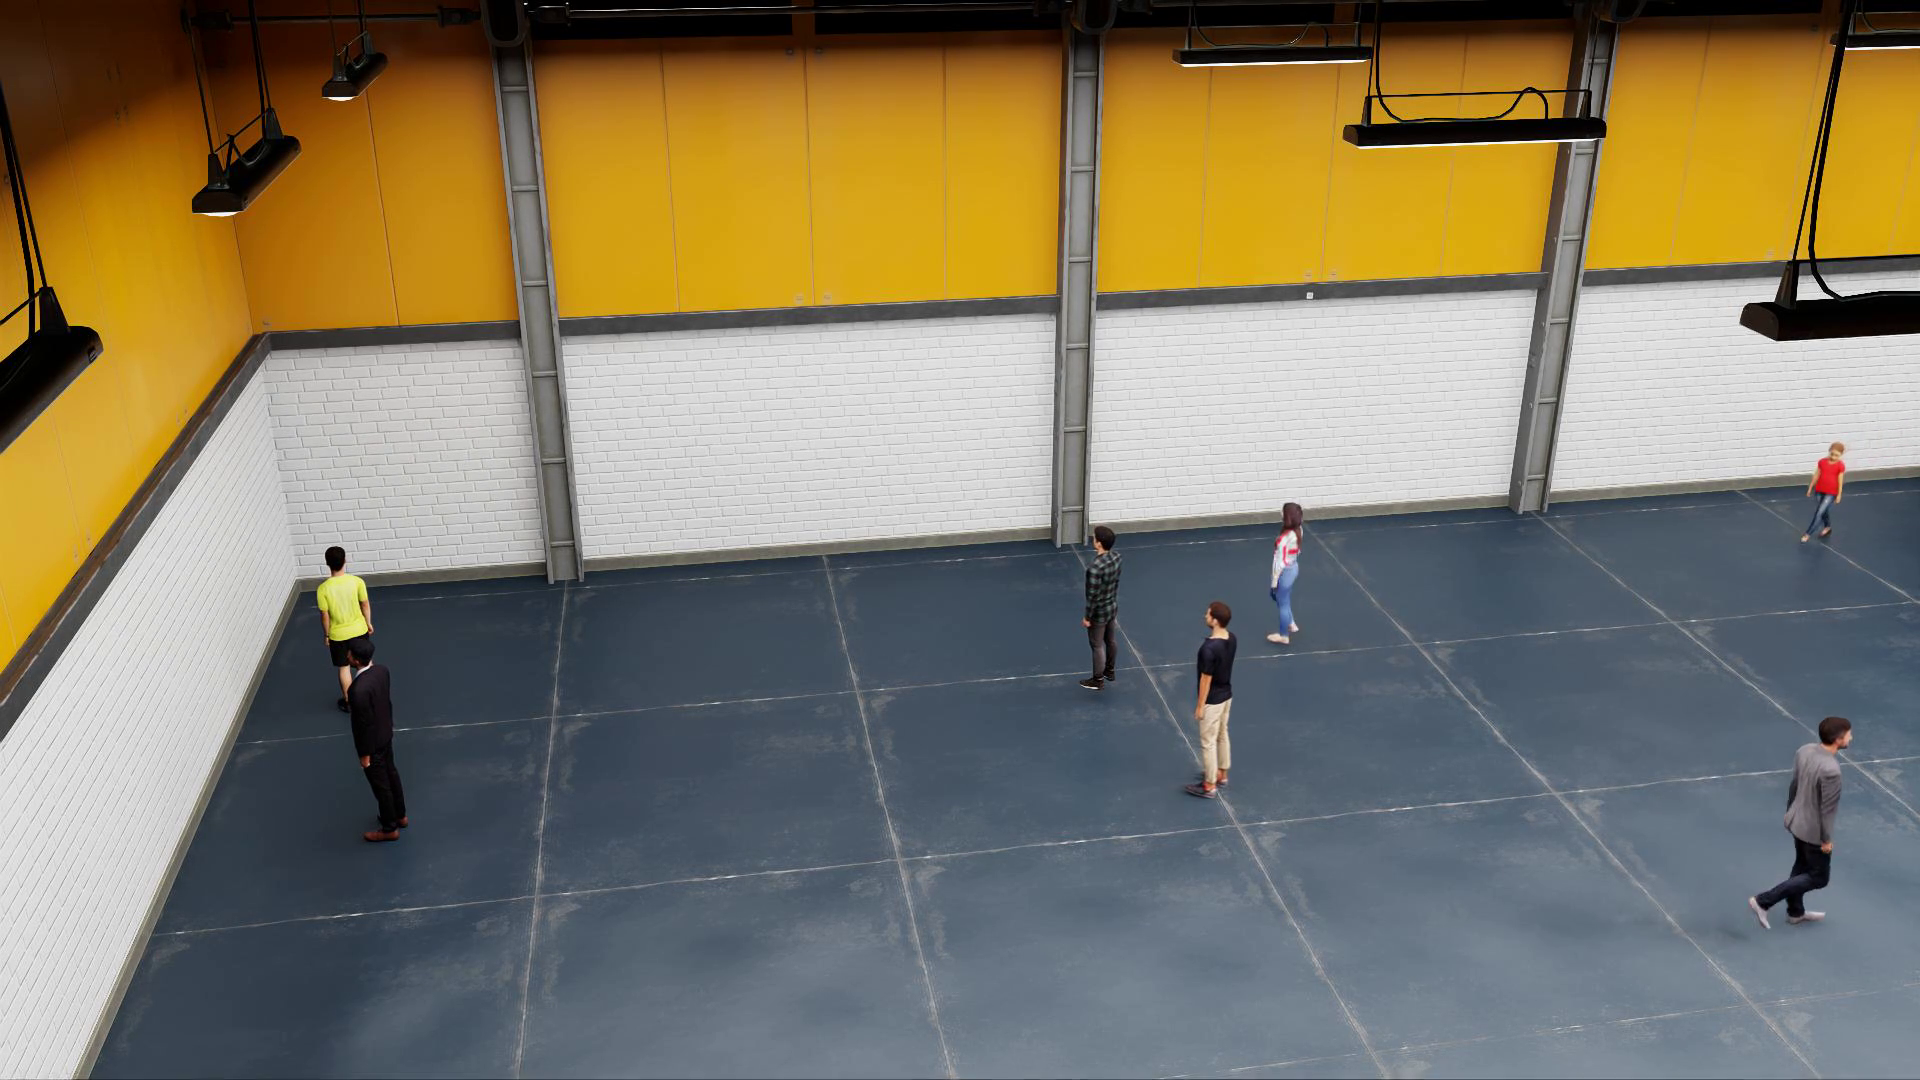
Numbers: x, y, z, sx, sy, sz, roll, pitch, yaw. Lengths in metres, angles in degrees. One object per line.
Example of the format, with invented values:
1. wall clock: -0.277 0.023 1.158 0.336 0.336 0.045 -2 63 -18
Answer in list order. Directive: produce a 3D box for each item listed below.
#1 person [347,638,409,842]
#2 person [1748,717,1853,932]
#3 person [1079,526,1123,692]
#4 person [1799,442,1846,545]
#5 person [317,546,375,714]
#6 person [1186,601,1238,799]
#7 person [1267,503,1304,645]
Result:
1. person: -4.960 1.677 14.117 0.638 1.883 0.750 2 24 3
2. person: 6.529 2.228 12.891 0.994 1.857 0.797 0 24 -1
3. person: 1.395 0.645 16.333 0.775 1.715 0.723 17 29 34
4. person: 10.477 -0.588 20.059 0.951 1.275 0.753 -16 28 -32
5. person: -5.965 0.858 16.208 0.603 1.709 0.750 -14 27 -28
6. person: 2.277 1.408 14.769 0.757 1.854 0.693 16 28 32
7. person: 3.502 0.364 17.463 0.769 1.609 0.726 12 26 26
